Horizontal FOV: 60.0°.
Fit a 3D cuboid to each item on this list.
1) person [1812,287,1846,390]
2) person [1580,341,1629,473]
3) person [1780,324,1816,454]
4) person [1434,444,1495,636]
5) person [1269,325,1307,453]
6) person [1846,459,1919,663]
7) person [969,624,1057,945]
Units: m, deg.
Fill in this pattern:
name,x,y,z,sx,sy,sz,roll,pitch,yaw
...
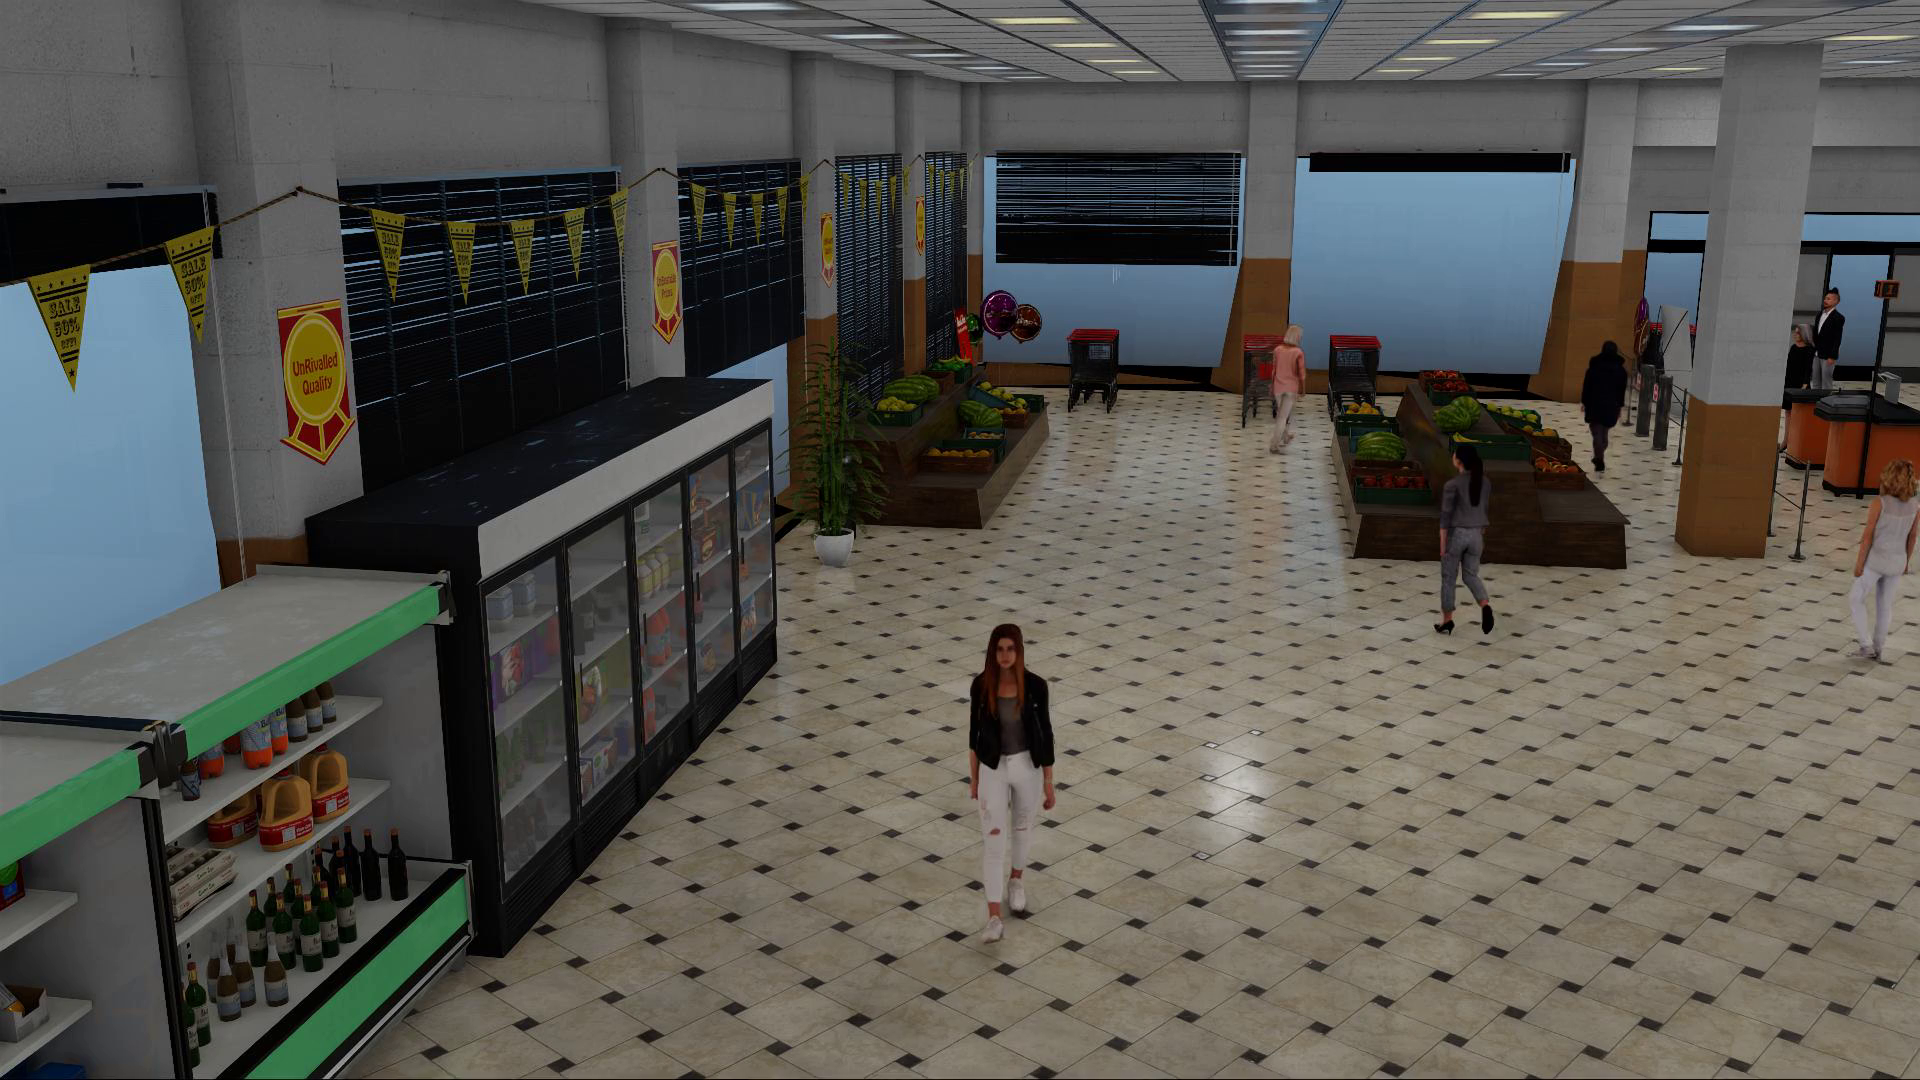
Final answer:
name,x,y,z,sx,sy,sz,roll,pitch,yaw
person,13.091,-2.846,25.148,0.846,1.950,0.692,-3,14,-13
person,8.044,-1.632,20.790,0.725,1.644,1.055,1,14,4
person,11.106,-2.004,22.108,0.748,1.746,0.632,-3,14,-13
person,4.240,0.041,13.858,0.853,1.661,1.009,-4,14,-17
person,4.321,-1.996,22.211,0.887,1.683,1.106,9,16,32
person,7.391,0.183,13.259,0.718,1.667,0.711,-1,14,-6
person,0.279,1.247,8.875,0.695,1.665,1.108,1,14,3
